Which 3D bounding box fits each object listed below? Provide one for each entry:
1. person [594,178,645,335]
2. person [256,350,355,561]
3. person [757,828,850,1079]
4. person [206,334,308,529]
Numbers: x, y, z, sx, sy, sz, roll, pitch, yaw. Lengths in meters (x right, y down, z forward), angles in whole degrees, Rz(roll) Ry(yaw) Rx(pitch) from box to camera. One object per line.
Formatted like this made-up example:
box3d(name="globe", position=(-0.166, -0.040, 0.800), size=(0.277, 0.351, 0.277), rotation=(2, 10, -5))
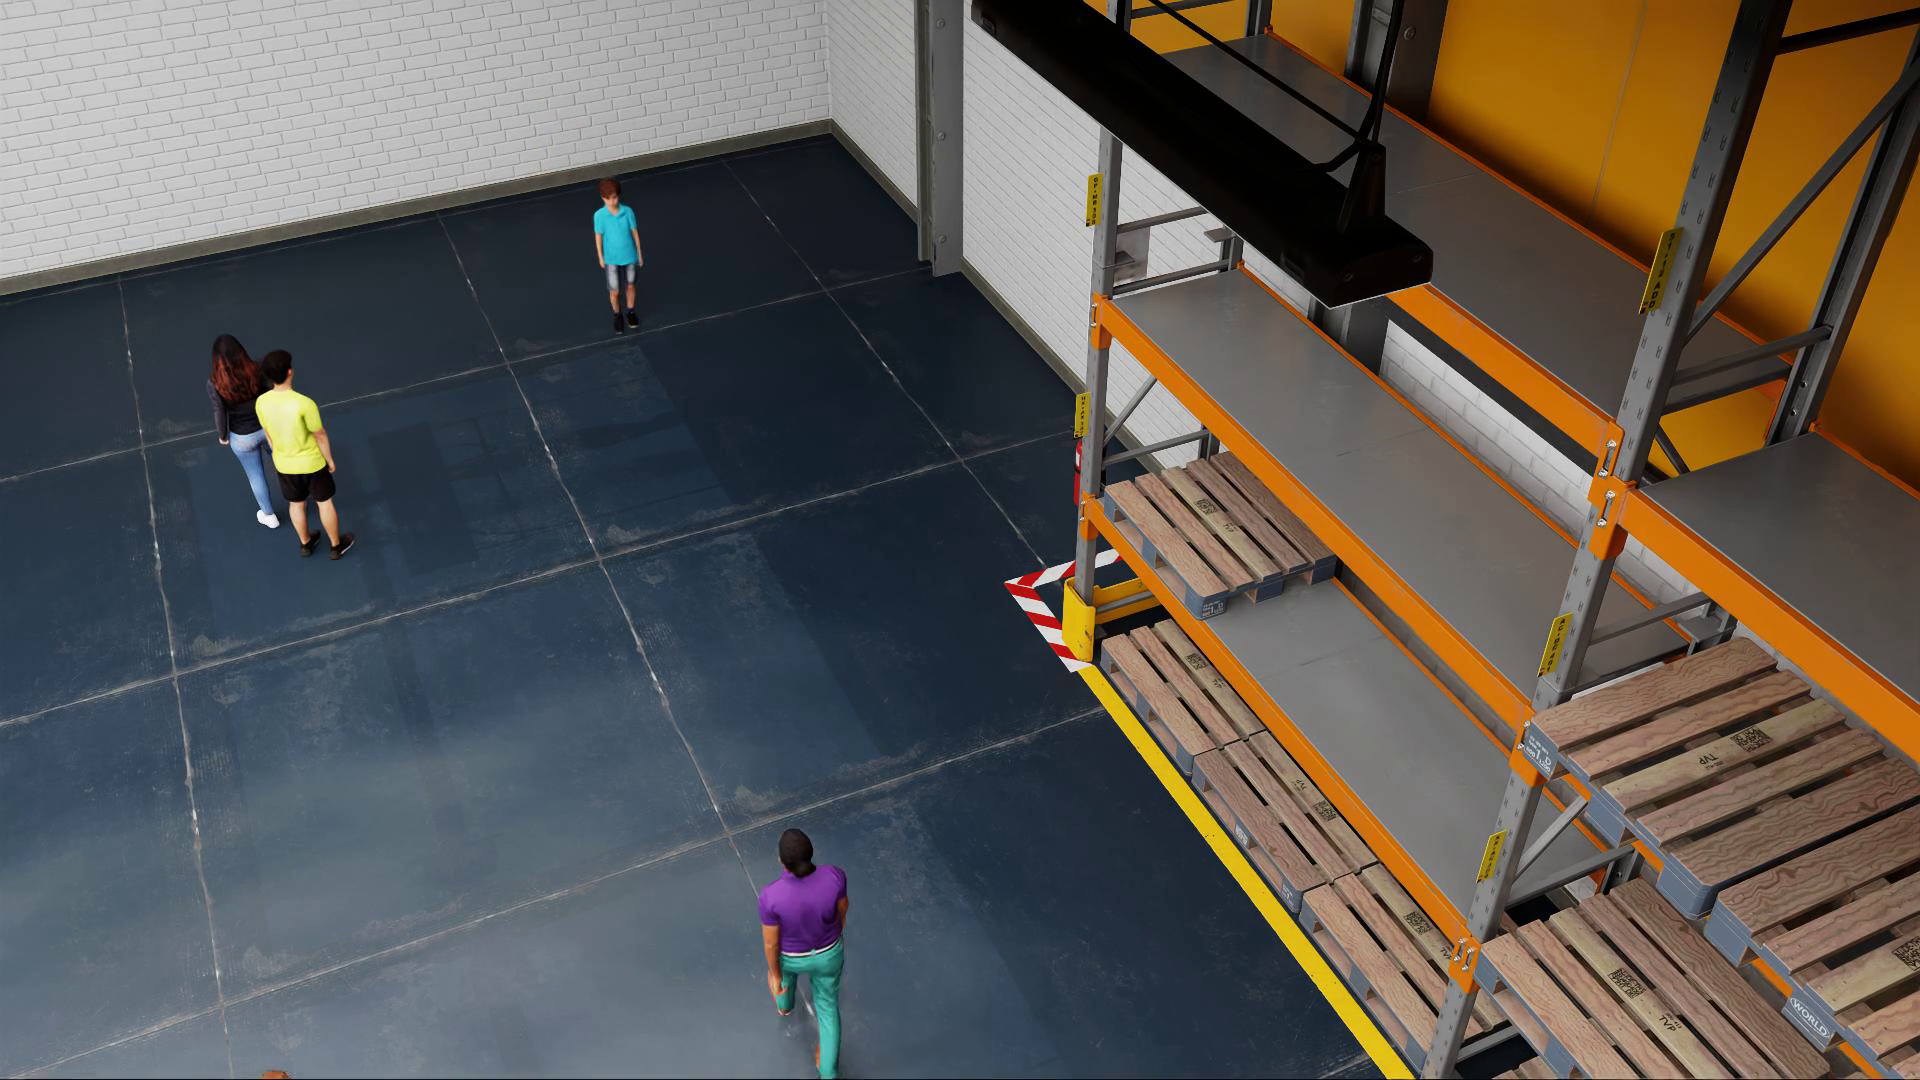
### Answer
box3d(name="person", position=(-3.020, -2.561, 14.717), size=(0.516, 1.440, 0.529), rotation=(-15, 41, -18))
box3d(name="person", position=(-4.785, -0.593, 12.042), size=(0.688, 1.705, 0.694), rotation=(2, 39, 3))
box3d(name="person", position=(-0.751, 2.191, 8.534), size=(0.740, 1.731, 1.100), rotation=(-10, 40, -12))
box3d(name="person", position=(-5.251, -0.824, 12.387), size=(0.685, 1.634, 0.627), rotation=(-25, 45, -28))
